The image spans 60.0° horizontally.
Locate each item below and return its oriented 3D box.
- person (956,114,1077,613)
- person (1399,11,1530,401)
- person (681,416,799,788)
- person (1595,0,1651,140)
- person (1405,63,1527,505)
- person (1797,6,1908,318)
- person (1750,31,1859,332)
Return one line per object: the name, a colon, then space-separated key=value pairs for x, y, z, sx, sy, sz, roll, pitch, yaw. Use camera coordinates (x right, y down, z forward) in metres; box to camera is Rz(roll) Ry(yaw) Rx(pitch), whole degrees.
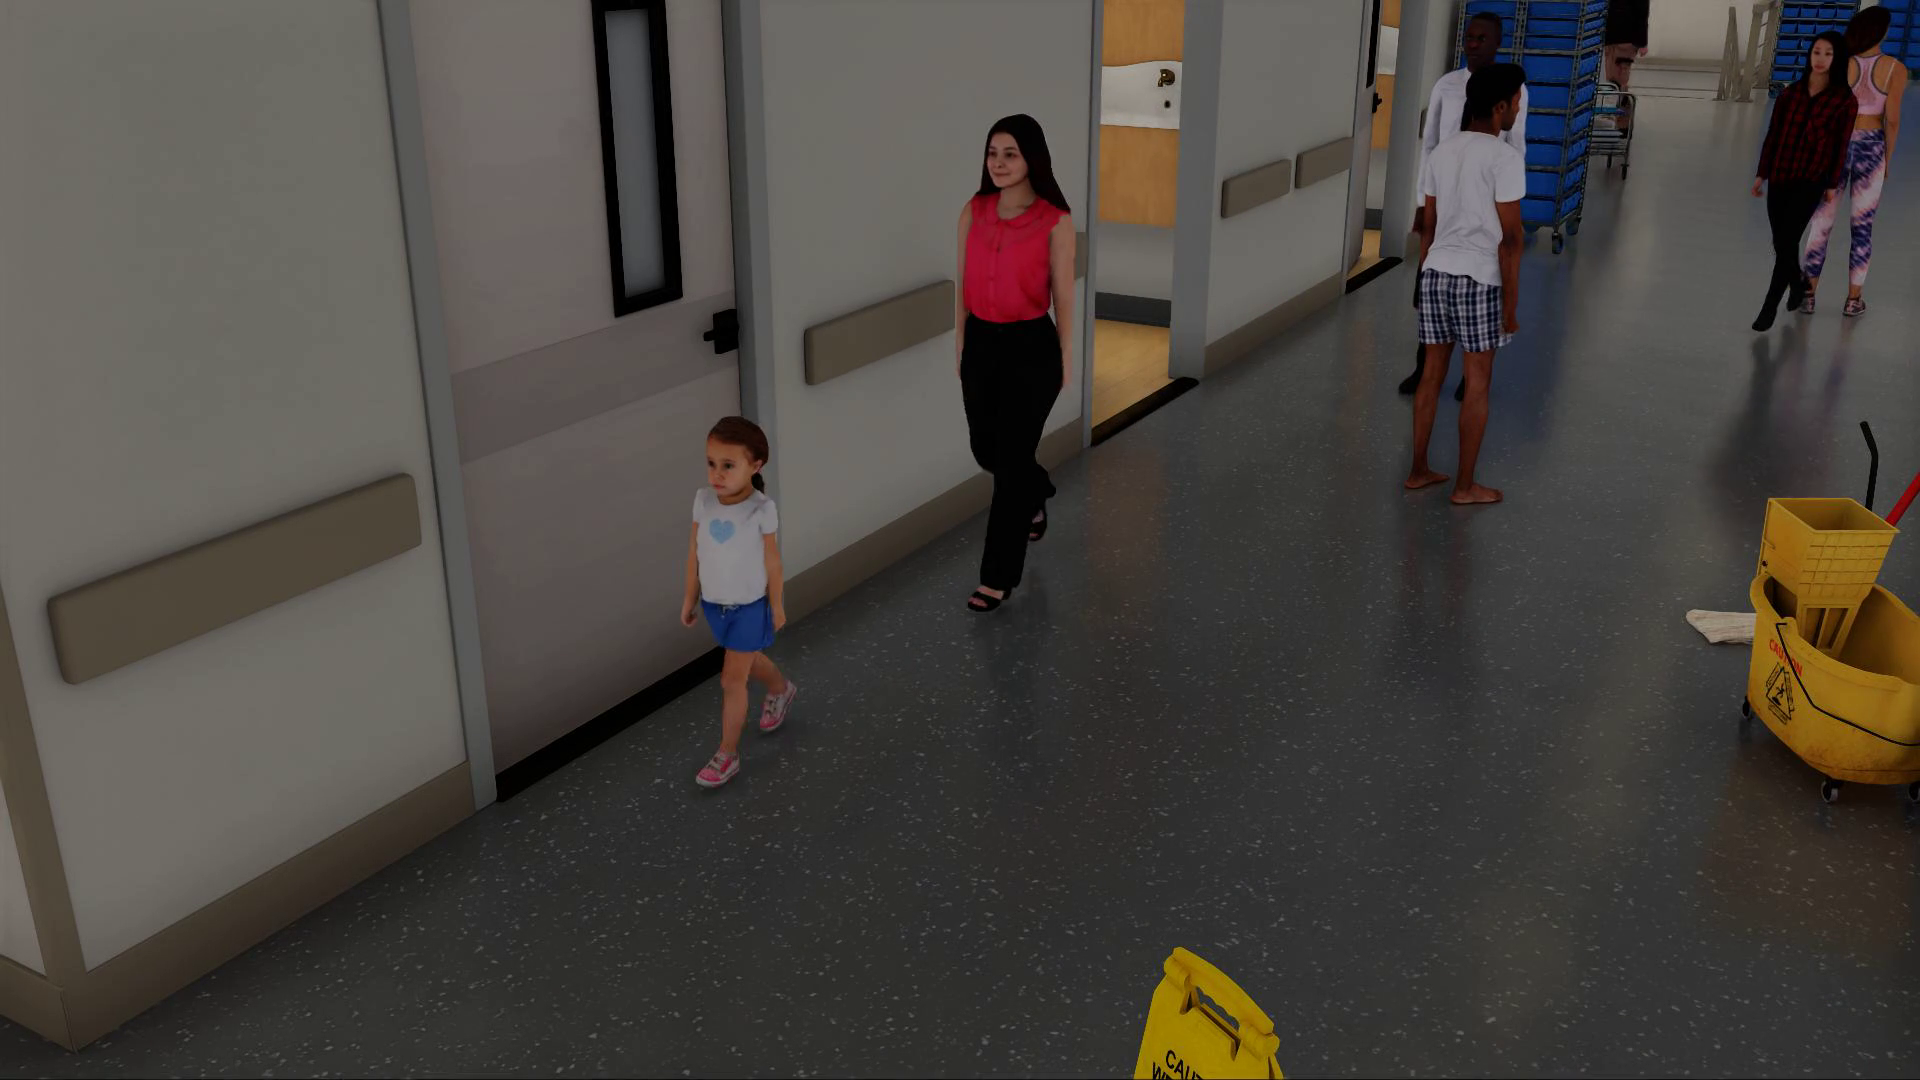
person: x=0.206 y=-0.615 z=5.716 sx=0.592 sy=1.641 sz=0.971 roll=12 pitch=24 yaw=29
person: x=2.460 y=-1.607 z=8.062 sx=0.651 sy=1.834 sz=0.539 roll=13 pitch=24 yaw=31
person: x=-0.593 y=0.140 z=4.622 sx=0.411 sy=1.003 sz=0.731 roll=12 pitch=24 yaw=29
person: x=6.846 y=-5.051 z=17.094 sx=1.194 sy=1.876 sz=1.077 roll=-11 pitch=23 yaw=-27
person: x=2.016 y=-1.011 z=6.638 sx=0.711 sy=1.727 sz=0.712 roll=-11 pitch=24 yaw=-28
person: x=5.239 y=-2.218 z=9.769 sx=0.602 sy=1.767 sz=0.533 roll=9 pitch=23 yaw=23
person: x=4.788 y=-2.032 z=9.480 sx=1.099 sy=1.624 sz=0.784 roll=-19 pitch=28 yaw=-40
